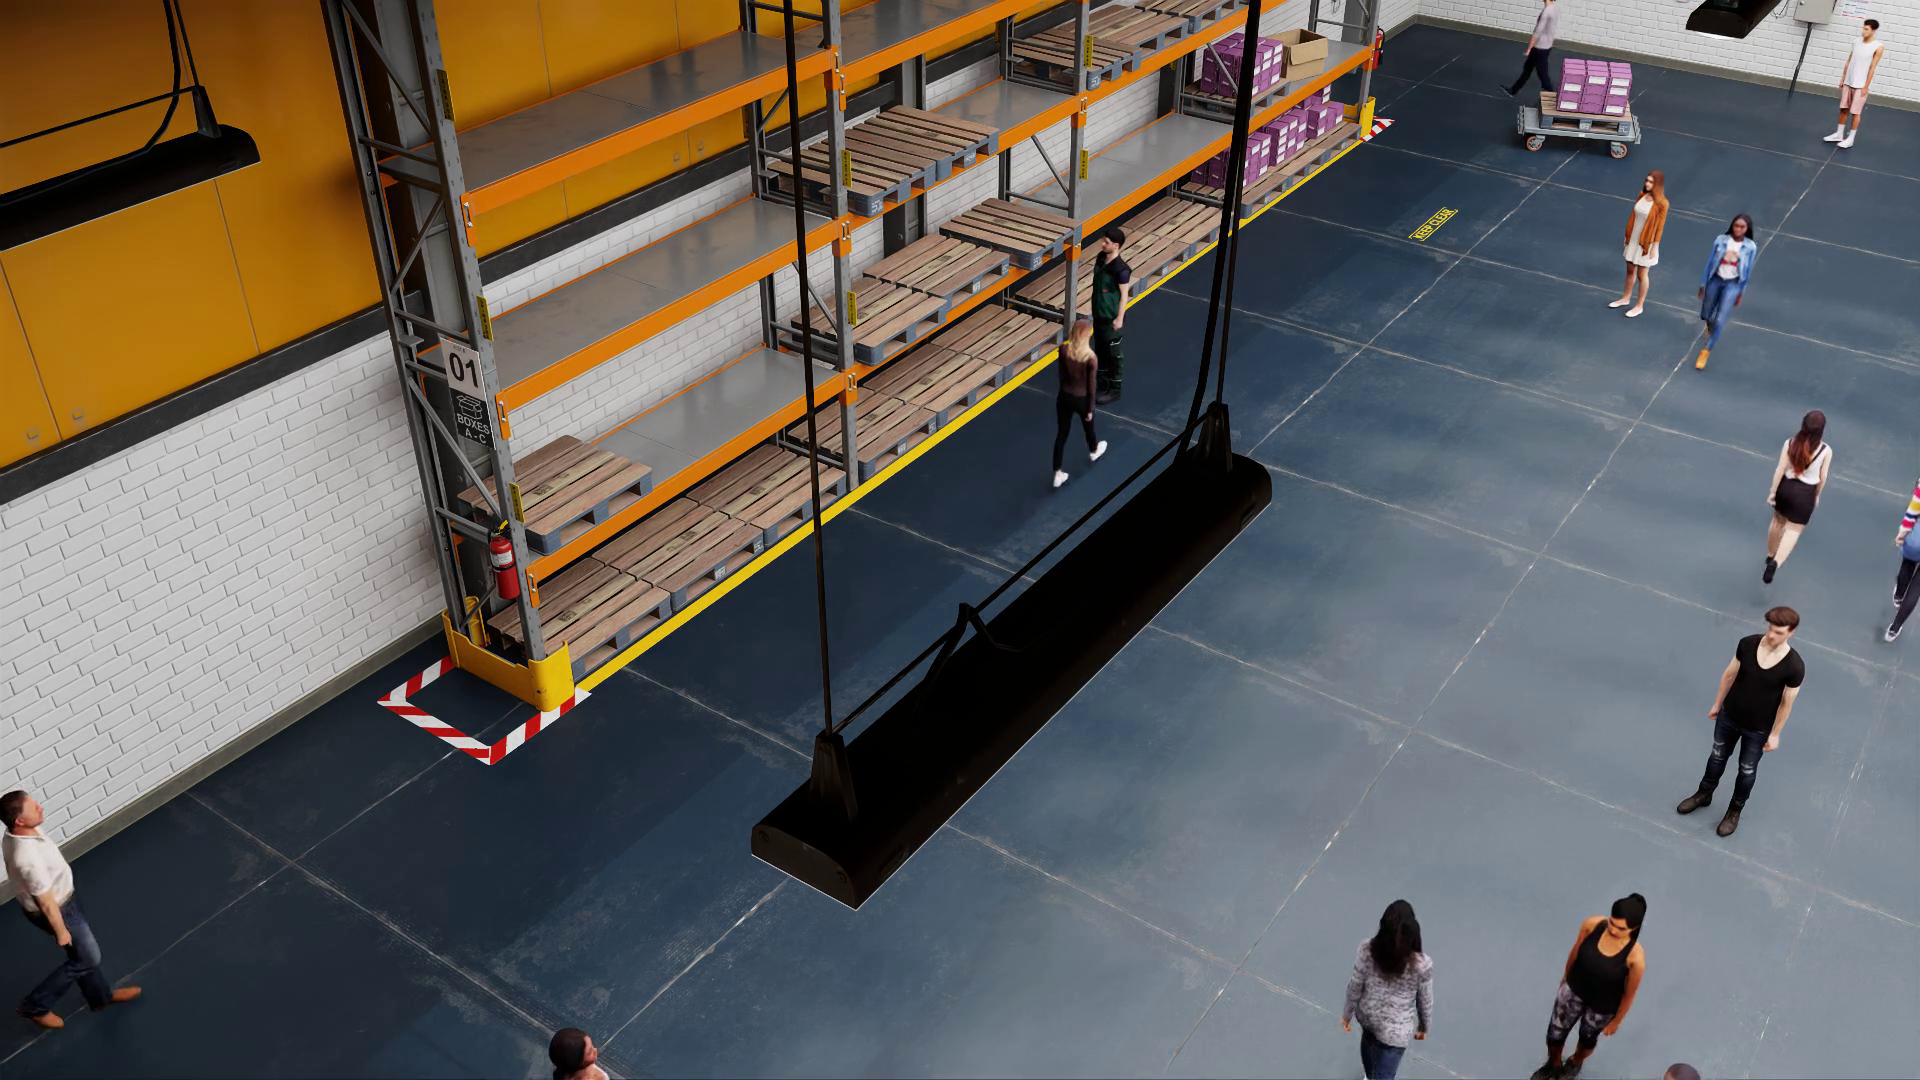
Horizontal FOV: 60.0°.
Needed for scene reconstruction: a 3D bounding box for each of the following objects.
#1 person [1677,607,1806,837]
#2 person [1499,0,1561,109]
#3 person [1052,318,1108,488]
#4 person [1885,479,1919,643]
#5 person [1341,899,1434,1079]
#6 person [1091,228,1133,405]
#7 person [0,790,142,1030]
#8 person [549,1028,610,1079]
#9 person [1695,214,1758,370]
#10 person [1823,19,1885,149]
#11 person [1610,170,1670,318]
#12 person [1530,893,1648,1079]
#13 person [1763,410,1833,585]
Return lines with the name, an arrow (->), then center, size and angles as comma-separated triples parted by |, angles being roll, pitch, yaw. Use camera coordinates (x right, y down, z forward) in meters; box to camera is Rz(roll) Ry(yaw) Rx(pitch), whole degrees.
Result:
person -> 5.588, 1.247, 11.775 | 0.671, 1.897, 0.726 | -25, 41, -32
person -> 8.742, -7.299, 24.720 | 0.787, 1.799, 1.070 | 20, 39, 27
person -> 1.041, -1.267, 15.774 | 0.622, 1.656, 1.055 | 20, 39, 28
person -> 7.950, 0.062, 13.669 | 0.675, 1.773, 1.010 | 22, 39, 29
person -> 2.415, 2.826, 9.577 | 0.708, 1.700, 1.170 | 18, 38, 25
person -> 1.542, -2.336, 17.161 | 0.763, 1.901, 0.766 | -14, 36, -20
person -> -5.677, 2.301, 10.240 | 1.024, 1.840, 0.879 | -18, 38, -25
person -> -2.069, 3.248, 8.926 | 0.975, 1.718, 0.928 | -4, 34, -6
person -> 8.251, -2.721, 17.932 | 0.606, 1.689, 0.997 | 20, 38, 27
person -> 12.678, -6.453, 23.463 | 0.746, 1.781, 0.729 | -13, 36, -18
person -> 7.785, -3.402, 18.931 | 0.729, 1.716, 0.706 | -14, 36, -20
person -> 3.825, 2.649, 9.881 | 0.675, 1.657, 0.657 | -26, 41, -33
person -> 7.205, -0.330, 14.390 | 0.552, 1.628, 0.945 | 21, 39, 29
